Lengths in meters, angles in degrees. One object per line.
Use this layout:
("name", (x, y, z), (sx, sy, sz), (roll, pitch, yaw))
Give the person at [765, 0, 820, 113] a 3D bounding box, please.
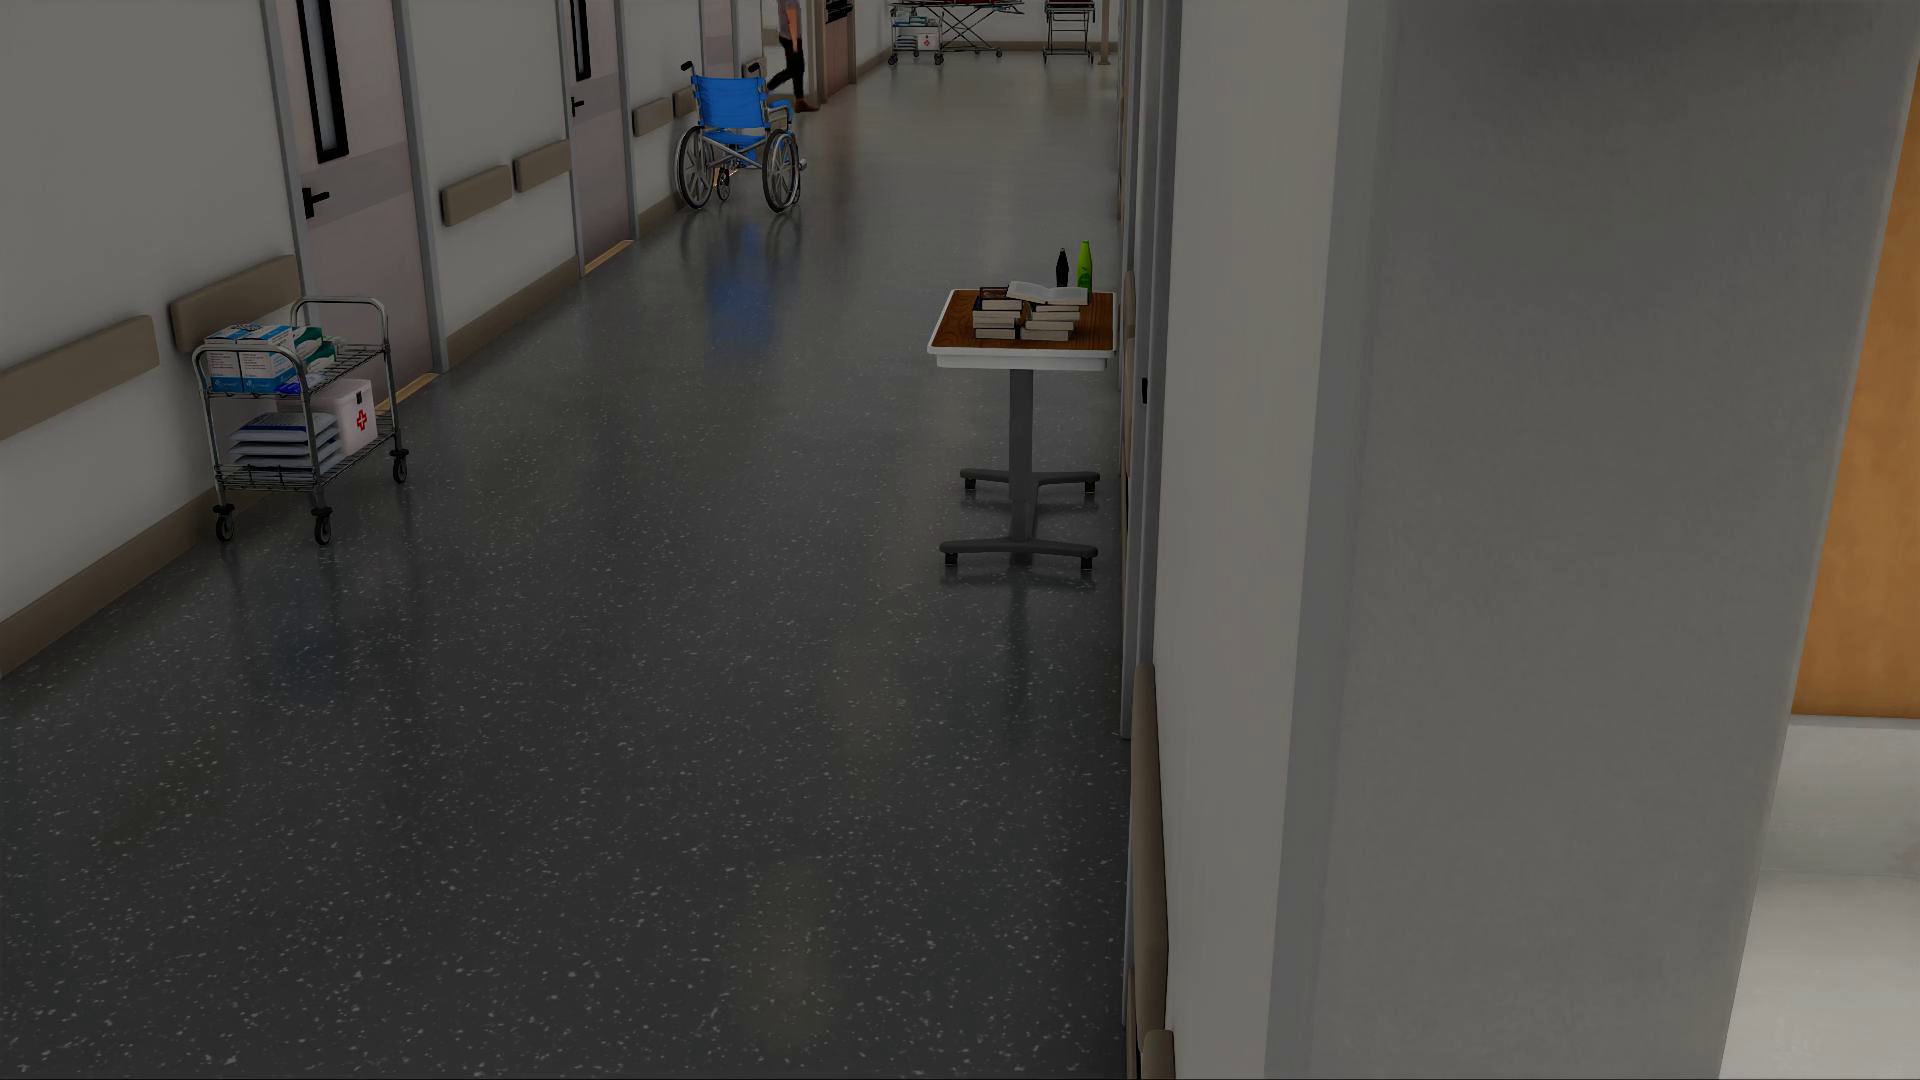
("person", (-2.025, -5.750, 19.063), (0.890, 1.701, 1.017), (-6, 21, -15))
